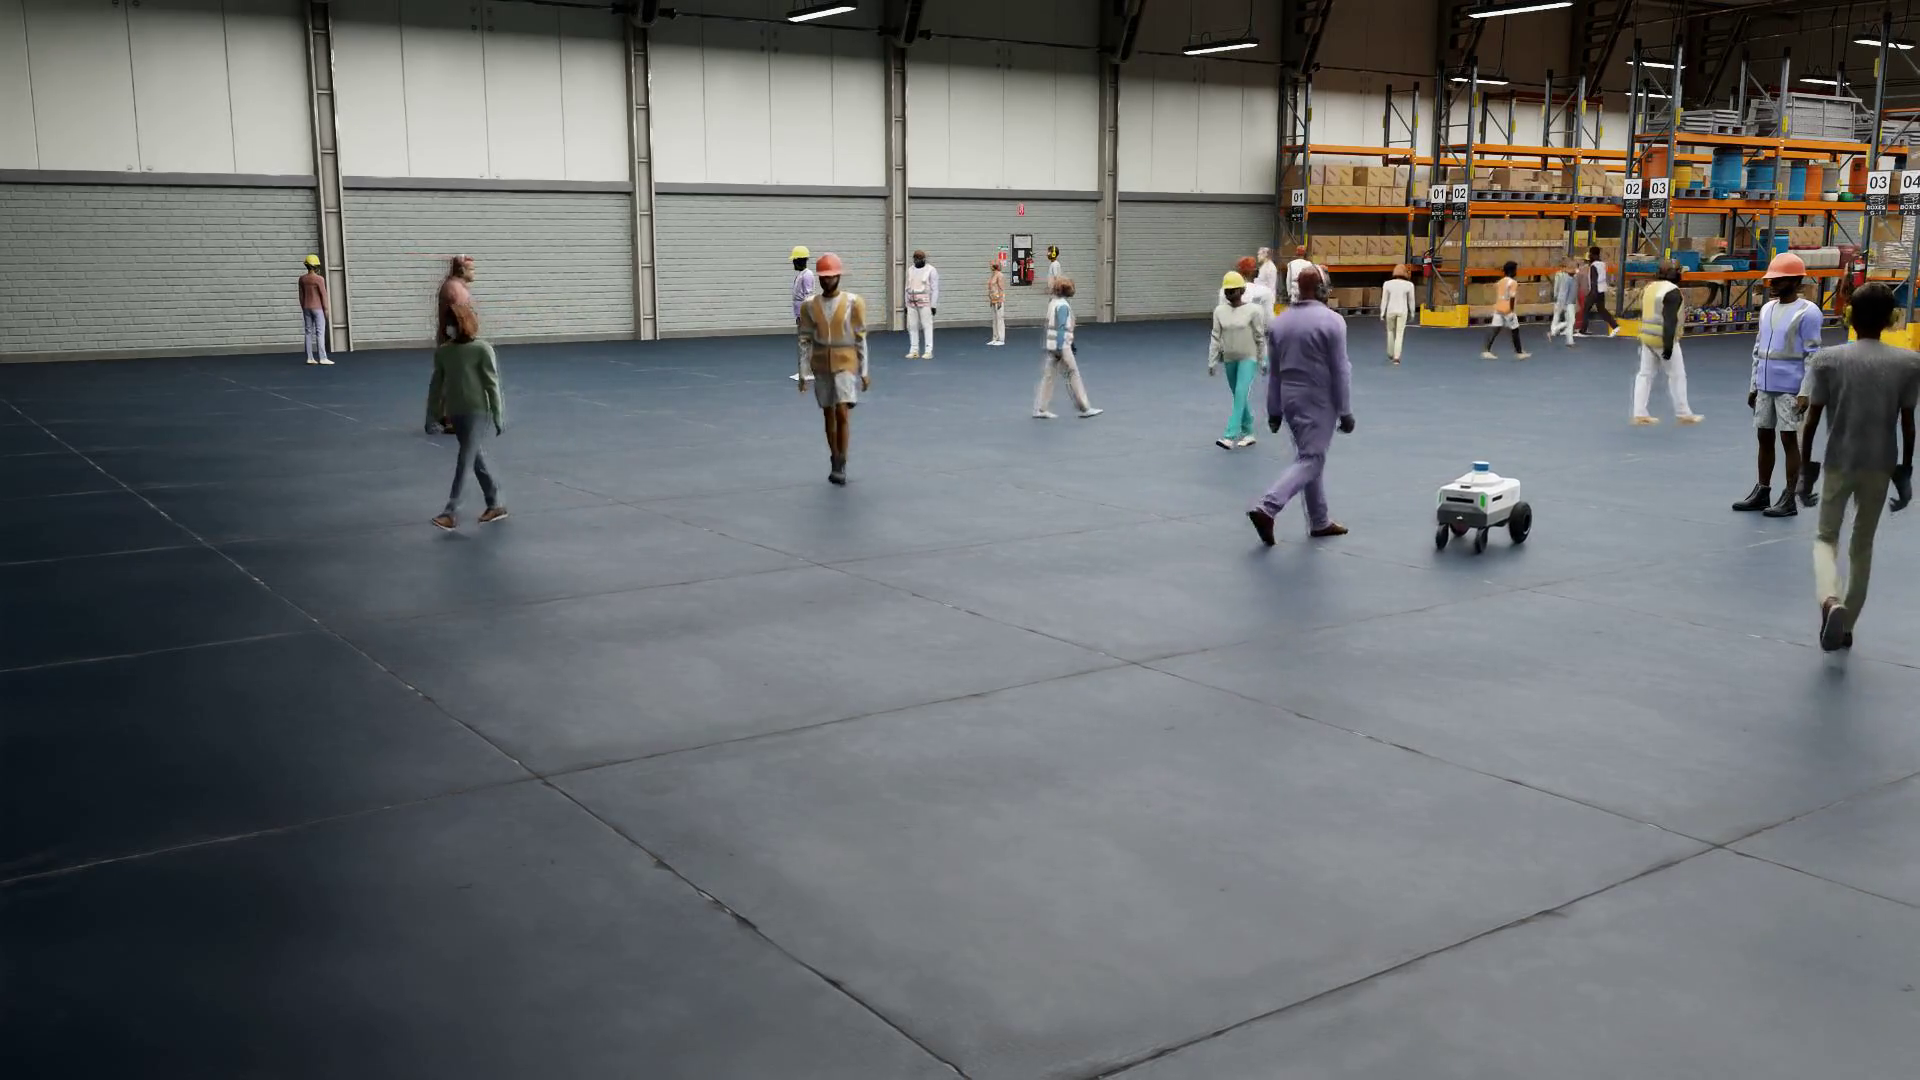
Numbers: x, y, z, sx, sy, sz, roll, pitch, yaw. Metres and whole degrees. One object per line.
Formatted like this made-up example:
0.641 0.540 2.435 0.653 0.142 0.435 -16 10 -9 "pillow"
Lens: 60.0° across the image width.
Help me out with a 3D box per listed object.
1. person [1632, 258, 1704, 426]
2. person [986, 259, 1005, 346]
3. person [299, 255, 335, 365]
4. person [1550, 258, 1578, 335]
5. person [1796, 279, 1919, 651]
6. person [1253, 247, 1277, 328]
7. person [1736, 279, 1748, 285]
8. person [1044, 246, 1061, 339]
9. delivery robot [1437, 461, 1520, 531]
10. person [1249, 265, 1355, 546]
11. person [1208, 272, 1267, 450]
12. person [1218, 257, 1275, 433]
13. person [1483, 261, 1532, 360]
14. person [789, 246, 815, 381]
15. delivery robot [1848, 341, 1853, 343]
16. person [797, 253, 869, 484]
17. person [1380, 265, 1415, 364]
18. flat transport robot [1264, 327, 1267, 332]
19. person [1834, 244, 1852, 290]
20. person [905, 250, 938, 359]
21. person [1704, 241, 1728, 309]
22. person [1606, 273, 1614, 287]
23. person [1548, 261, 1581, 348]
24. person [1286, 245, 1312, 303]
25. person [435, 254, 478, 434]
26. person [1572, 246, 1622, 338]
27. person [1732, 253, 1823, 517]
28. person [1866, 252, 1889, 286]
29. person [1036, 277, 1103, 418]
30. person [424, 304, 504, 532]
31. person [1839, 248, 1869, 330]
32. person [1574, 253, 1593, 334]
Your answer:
7.775 -2.145 18.131 0.833 1.811 0.661 -1 10 -5 "person"
0.699 -4.502 31.547 0.315 1.636 0.514 -3 11 -17 "person"
-10.413 -3.711 26.857 0.526 1.768 0.314 4 11 20 "person"
12.689 -5.102 34.900 0.519 1.612 0.392 -1 10 -3 "person"
4.396 -0.337 8.134 0.517 1.854 0.649 4 11 22 "person"
5.634 -4.408 30.380 0.798 1.882 0.650 -1 10 -6 "person"
22.428 -7.627 47.624 0.499 2.028 0.605 -8 13 -36 "person"
1.873 -5.000 33.626 0.328 1.876 0.513 0 10 1 "person"
3.471 -0.281 11.117 0.477 0.478 0.707 8 13 37 "delivery robot"
2.308 -0.906 11.187 0.882 1.879 0.637 -5 12 -27 "person"
2.663 -1.728 16.102 0.536 1.711 0.903 8 13 38 "person"
3.094 -2.083 17.739 0.583 1.838 0.947 7 12 33 "person"
9.139 -3.813 27.736 0.861 1.647 0.544 -3 11 -15 "person"
-2.260 -3.251 23.890 0.364 1.927 0.587 -3 11 -16 "person"
12.863 -2.639 24.035 0.707 0.478 0.477 -7 12 -31 "delivery robot"
-1.084 -1.407 13.818 0.580 1.909 0.815 2 10 9 "person"
7.173 -3.693 27.214 0.535 1.594 0.822 4 11 21 "person"
6.663 -4.540 35.502 0.652 0.197 1.431 -7 13 -34 "flat transport robot"
22.337 -6.505 41.884 1.036 1.880 0.554 -5 12 -26 "person"
-0.678 -3.969 28.125 0.700 1.827 0.474 7 12 33 "person"
18.995 -6.504 41.676 0.935 1.957 0.622 -8 13 -39 "person"
17.457 -7.057 45.136 0.905 1.793 0.604 -9 14 -41 "person"
11.278 -4.377 30.930 0.605 1.616 0.503 8 13 38 "person"
6.818 -4.951 33.331 0.585 1.881 0.344 10 14 44 "person"
-5.268 -2.042 17.405 0.464 1.878 0.670 -5 11 -24 "person"
13.117 -5.090 34.112 0.945 1.880 0.599 9 13 39 "person"
6.037 -1.137 12.276 0.364 1.935 0.553 -3 11 -18 "person"
19.544 -5.295 35.492 0.922 1.782 0.616 -7 12 -32 "person"
1.237 -2.165 18.842 0.808 1.600 0.514 -2 10 -9 "person"
-3.528 -0.866 11.737 0.525 1.581 0.861 5 11 25 "person"
19.738 -5.545 36.802 0.933 1.800 0.537 -7 12 -34 "person"
13.253 -5.191 35.077 0.551 1.715 0.854 -4 11 -20 "person"
